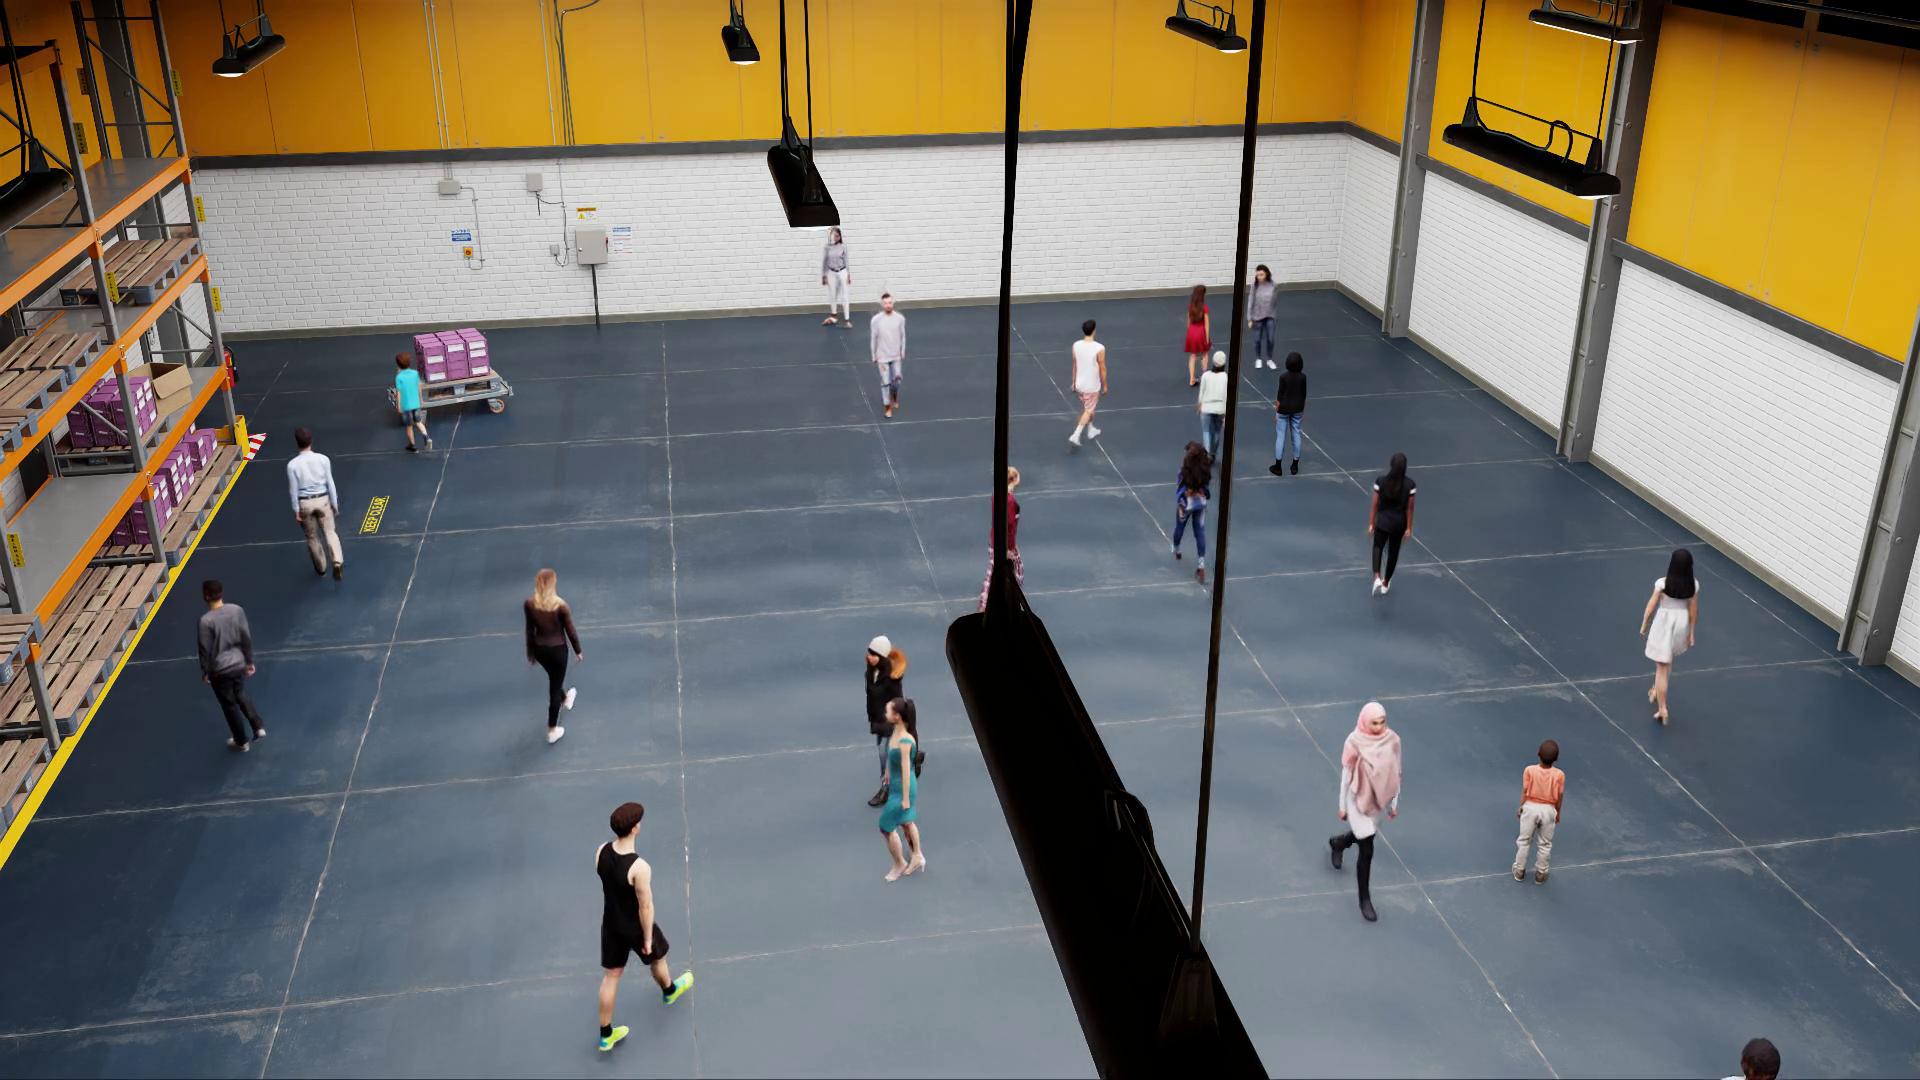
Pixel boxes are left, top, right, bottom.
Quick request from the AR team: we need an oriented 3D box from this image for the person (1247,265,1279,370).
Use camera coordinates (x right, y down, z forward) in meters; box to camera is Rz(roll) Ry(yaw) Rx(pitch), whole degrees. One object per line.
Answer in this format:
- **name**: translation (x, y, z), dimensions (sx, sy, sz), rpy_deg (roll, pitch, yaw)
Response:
- **person**: translation (4.789, -3.516, 26.201), dimensions (0.736, 1.693, 0.717), rpy_deg (-3, 24, -8)

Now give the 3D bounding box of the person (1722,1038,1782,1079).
- **person**: translation (4.565, 3.697, 9.708), dimensions (0.876, 1.686, 1.197), rpy_deg (5, 24, 10)

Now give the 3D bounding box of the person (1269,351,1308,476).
- **person**: translation (4.364, -1.680, 21.995), dimensions (0.555, 1.698, 0.533), rpy_deg (-3, 24, -8)

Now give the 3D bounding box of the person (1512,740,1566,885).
- **person**: translation (4.733, 2.210, 13.580), dimensions (0.557, 1.311, 0.590), rpy_deg (8, 25, 17)

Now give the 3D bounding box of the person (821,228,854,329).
- **person**: translation (-2.121, -4.501, 28.442), dimensions (0.905, 1.703, 0.961), rpy_deg (6, 24, 13)

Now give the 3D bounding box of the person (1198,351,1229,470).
- **person**: translation (3.372, -1.703, 22.137), dimensions (0.760, 1.627, 1.039), rpy_deg (3, 24, 7)

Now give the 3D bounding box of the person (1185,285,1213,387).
- **person**: translation (3.601, -3.105, 25.467), dimensions (0.787, 1.527, 0.864), rpy_deg (16, 28, 32)

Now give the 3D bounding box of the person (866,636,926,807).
- **person**: translation (-0.583, 1.560, 14.692), dimensions (0.971, 1.611, 0.985), rpy_deg (-22, 32, -40)

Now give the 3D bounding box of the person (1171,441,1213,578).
- **person**: translation (2.706, -0.340, 19.082), dimensions (0.607, 1.576, 1.033), rpy_deg (-5, 24, -10)

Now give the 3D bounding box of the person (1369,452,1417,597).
- **person**: translation (4.775, -0.135, 18.440), dimensions (0.847, 1.714, 1.013), rpy_deg (7, 24, 15)

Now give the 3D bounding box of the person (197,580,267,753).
- **person**: translation (-6.723, 1.194, 15.356), dimensions (0.859, 1.750, 0.799), rpy_deg (14, 27, 29)

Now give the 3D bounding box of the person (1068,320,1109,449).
- **person**: translation (1.731, -2.120, 22.929), dimensions (1.128, 1.756, 1.176), rpy_deg (17, 29, 33)

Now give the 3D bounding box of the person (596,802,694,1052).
- **person**: translation (-2.391, 2.744, 11.694), dimensions (1.143, 1.844, 1.270), rpy_deg (12, 27, 26)

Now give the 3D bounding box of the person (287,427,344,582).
- **person**: translation (-7.290, -0.362, 18.822), dimensions (0.890, 1.824, 1.109), rpy_deg (-15, 28, -30)

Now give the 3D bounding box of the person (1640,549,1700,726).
- **person**: translation (6.802, 0.955, 15.896), dimensions (0.780, 1.754, 0.964), rpy_deg (2, 24, 6)

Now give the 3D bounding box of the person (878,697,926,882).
- **person**: translation (-0.393, 2.028, 13.545), dimensions (0.640, 1.672, 0.543), rpy_deg (-4, 24, -9)

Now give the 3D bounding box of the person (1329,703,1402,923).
- **person**: translation (3.213, 2.079, 13.303), dimensions (0.682, 1.772, 1.143), rpy_deg (-6, 24, -14)

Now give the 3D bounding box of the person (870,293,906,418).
- **person**: translation (-1.058, -2.724, 24.219), dimensions (0.667, 1.829, 0.660), rpy_deg (-4, 24, -10)

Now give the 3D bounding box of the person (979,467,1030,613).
- **person**: translation (0.413, 0.025, 18.123), dimensions (0.822, 1.675, 0.839), rpy_deg (-8, 25, -19)

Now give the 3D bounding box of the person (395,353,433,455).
- **person**: translation (-7.472, -1.857, 22.717), dimensions (0.821, 1.444, 0.753), rpy_deg (17, 29, 34)

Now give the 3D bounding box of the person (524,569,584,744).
- **person**: translation (-3.876, 1.123, 15.636), dimensions (0.910, 1.656, 1.143), rpy_deg (5, 24, 12)
